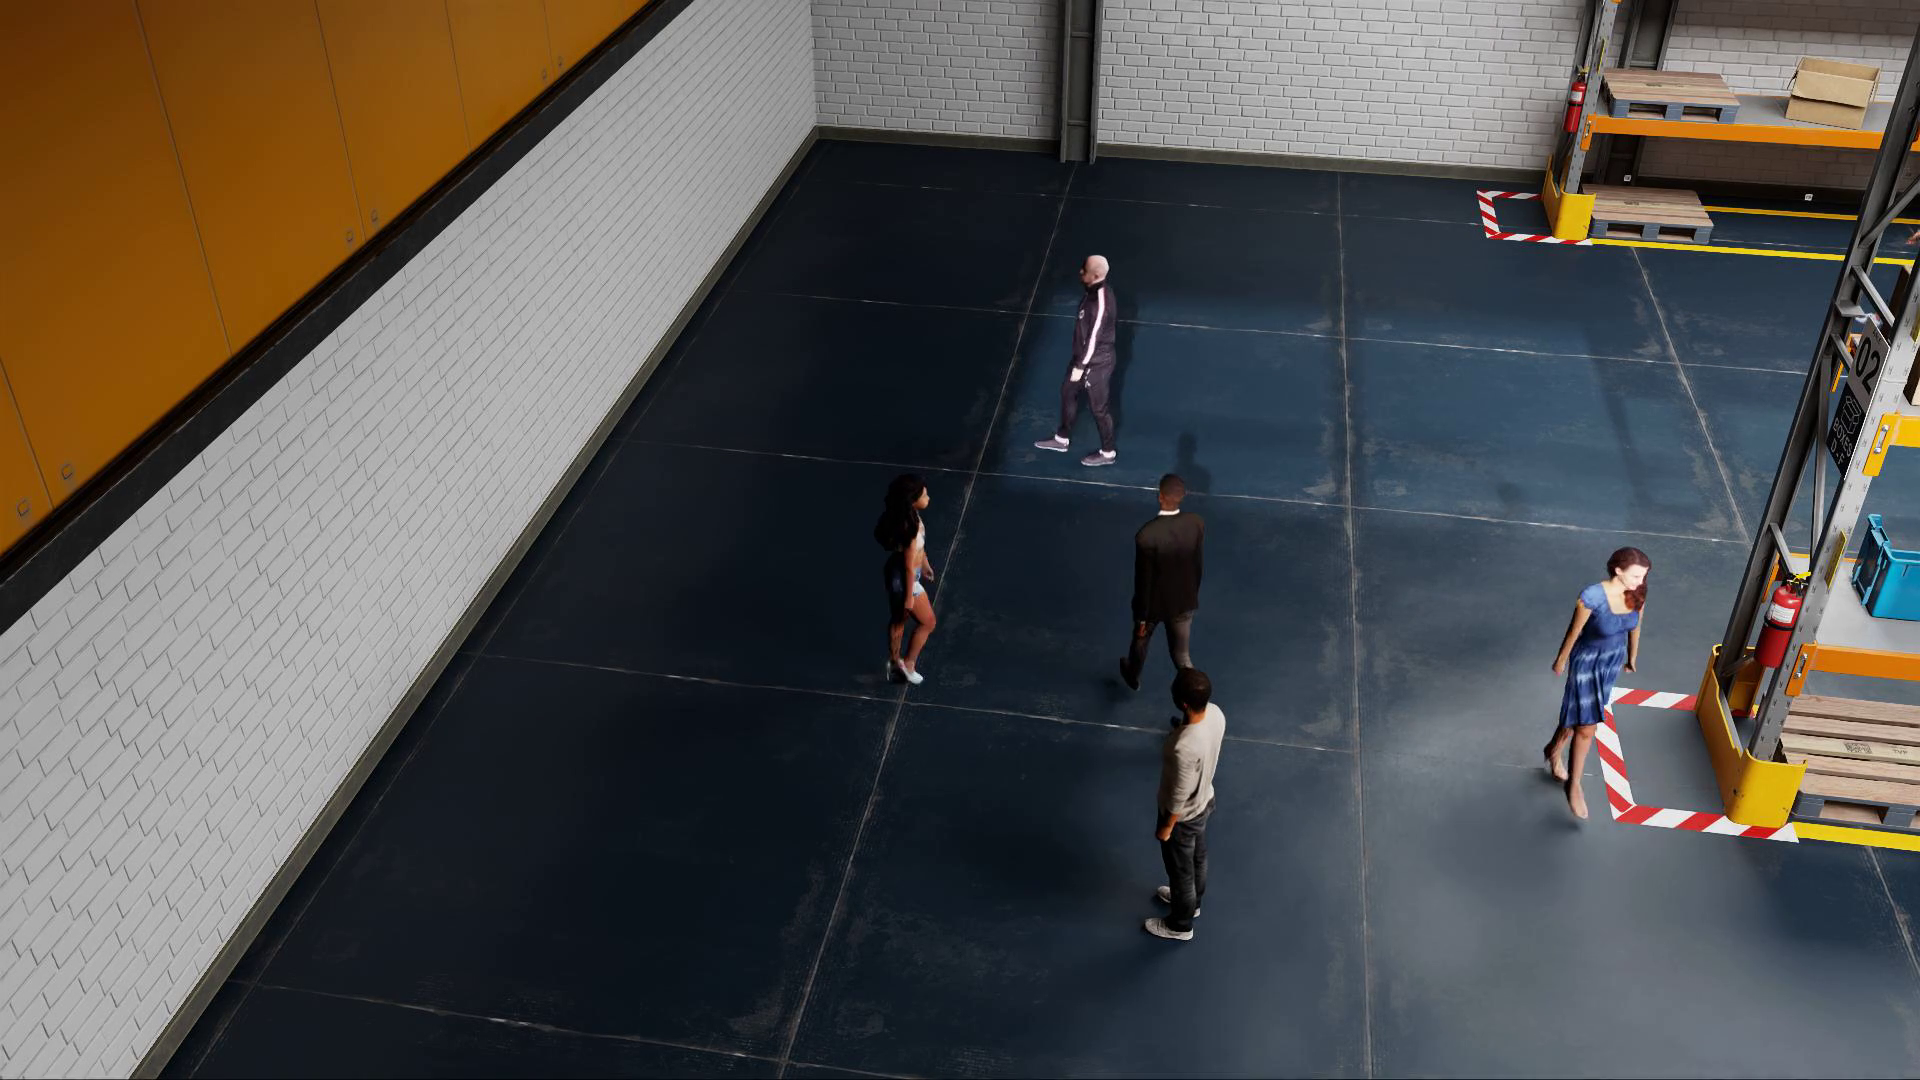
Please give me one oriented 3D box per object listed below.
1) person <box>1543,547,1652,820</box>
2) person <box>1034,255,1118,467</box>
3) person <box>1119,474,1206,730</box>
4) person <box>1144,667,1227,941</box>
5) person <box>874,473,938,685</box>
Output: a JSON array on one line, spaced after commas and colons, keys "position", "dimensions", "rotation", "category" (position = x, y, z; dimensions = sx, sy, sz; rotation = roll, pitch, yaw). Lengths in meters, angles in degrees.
[{"position": [3.745, 0.749, 10.008], "dimensions": [0.911, 1.787, 0.948], "rotation": [-14, 36, -20], "category": "person"}, {"position": [1.152, -1.396, 13.208], "dimensions": [0.959, 1.816, 0.805], "rotation": [-2, 34, -3], "category": "person"}, {"position": [1.340, 0.459, 10.477], "dimensions": [1.220, 1.750, 1.139], "rotation": [-14, 36, -19], "category": "person"}, {"position": [1.238, 1.425, 8.972], "dimensions": [0.671, 1.806, 0.723], "rotation": [17, 37, 24], "category": "person"}, {"position": [-0.431, 0.285, 10.867], "dimensions": [0.713, 1.609, 0.653], "rotation": [-5, 34, -8], "category": "person"}]
